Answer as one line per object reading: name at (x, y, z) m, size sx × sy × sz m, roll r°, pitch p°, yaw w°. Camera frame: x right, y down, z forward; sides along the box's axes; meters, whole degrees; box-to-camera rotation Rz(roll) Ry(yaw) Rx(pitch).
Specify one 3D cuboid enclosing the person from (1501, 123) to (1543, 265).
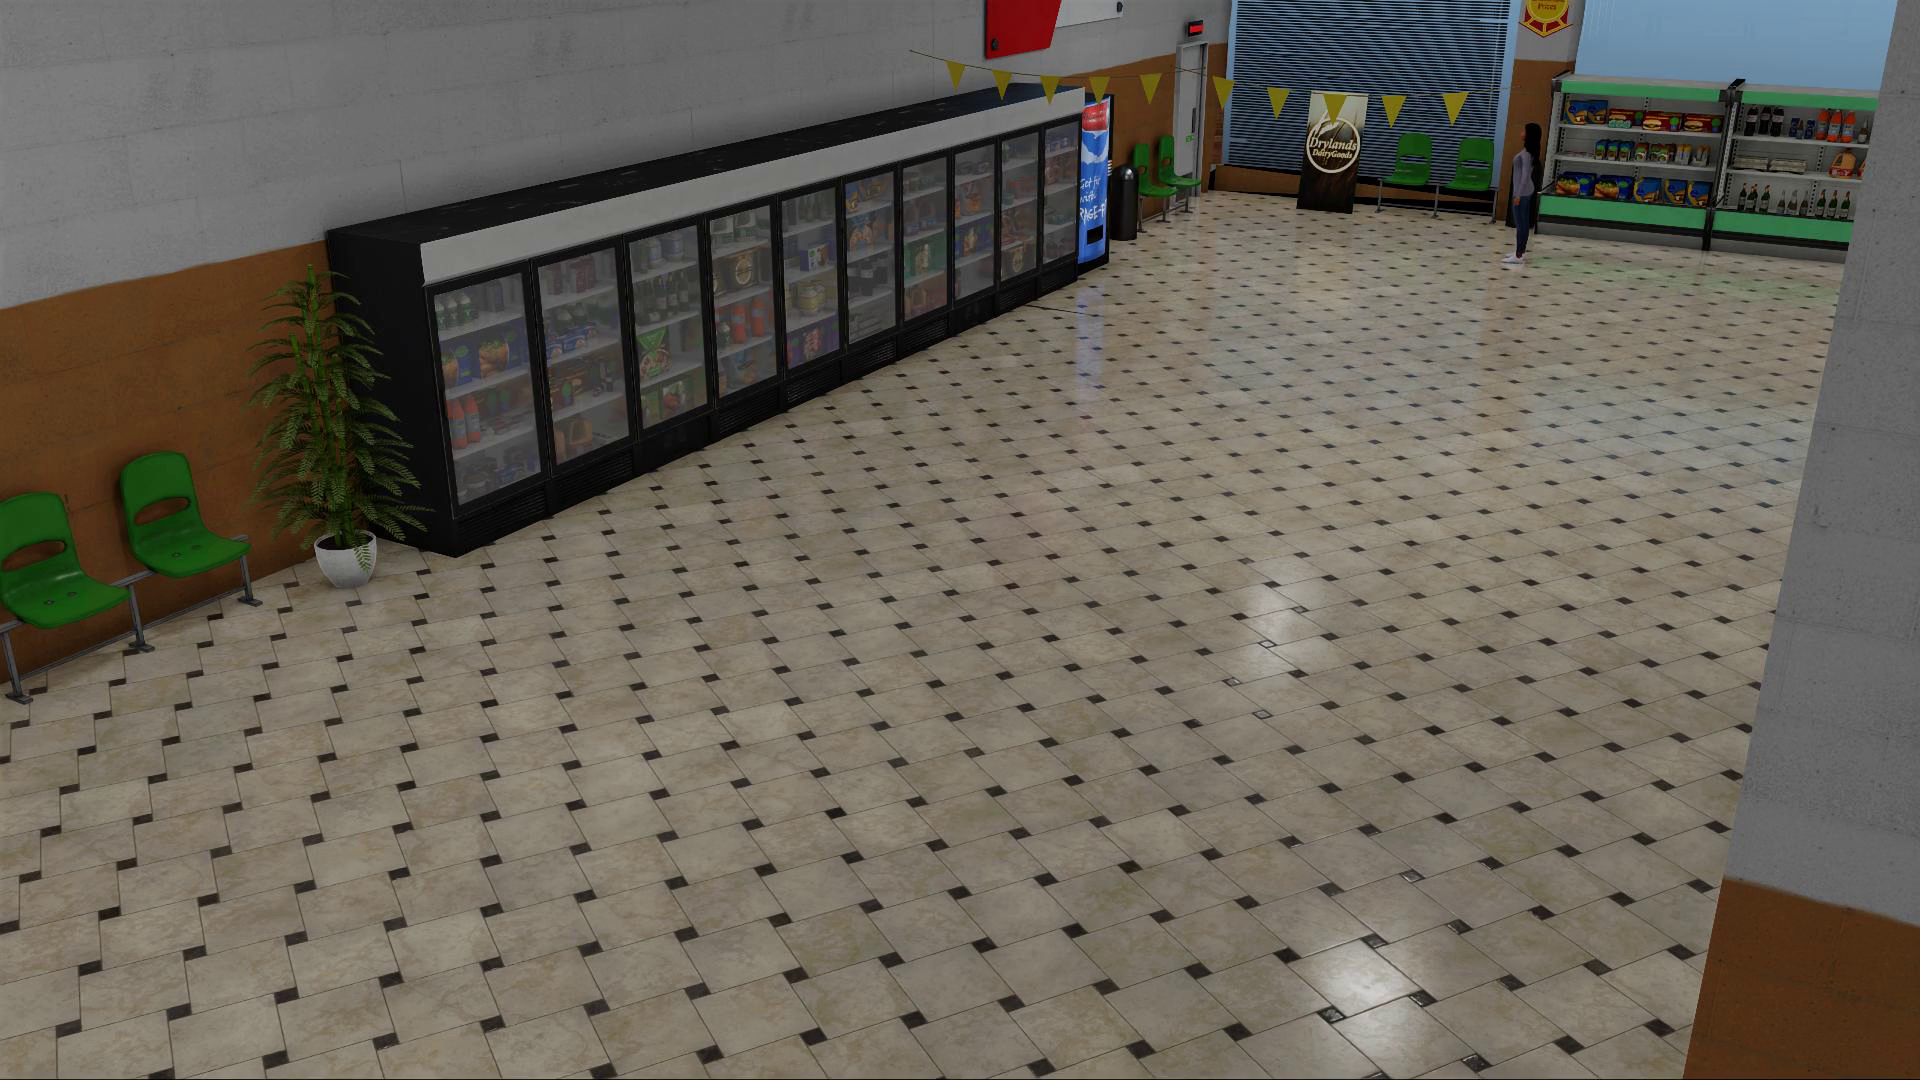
person at (7.115, -4.373, 20.972) m, size 0.508 × 1.736 × 0.602 m, roll 12°, pitch 25°, yaw 27°
